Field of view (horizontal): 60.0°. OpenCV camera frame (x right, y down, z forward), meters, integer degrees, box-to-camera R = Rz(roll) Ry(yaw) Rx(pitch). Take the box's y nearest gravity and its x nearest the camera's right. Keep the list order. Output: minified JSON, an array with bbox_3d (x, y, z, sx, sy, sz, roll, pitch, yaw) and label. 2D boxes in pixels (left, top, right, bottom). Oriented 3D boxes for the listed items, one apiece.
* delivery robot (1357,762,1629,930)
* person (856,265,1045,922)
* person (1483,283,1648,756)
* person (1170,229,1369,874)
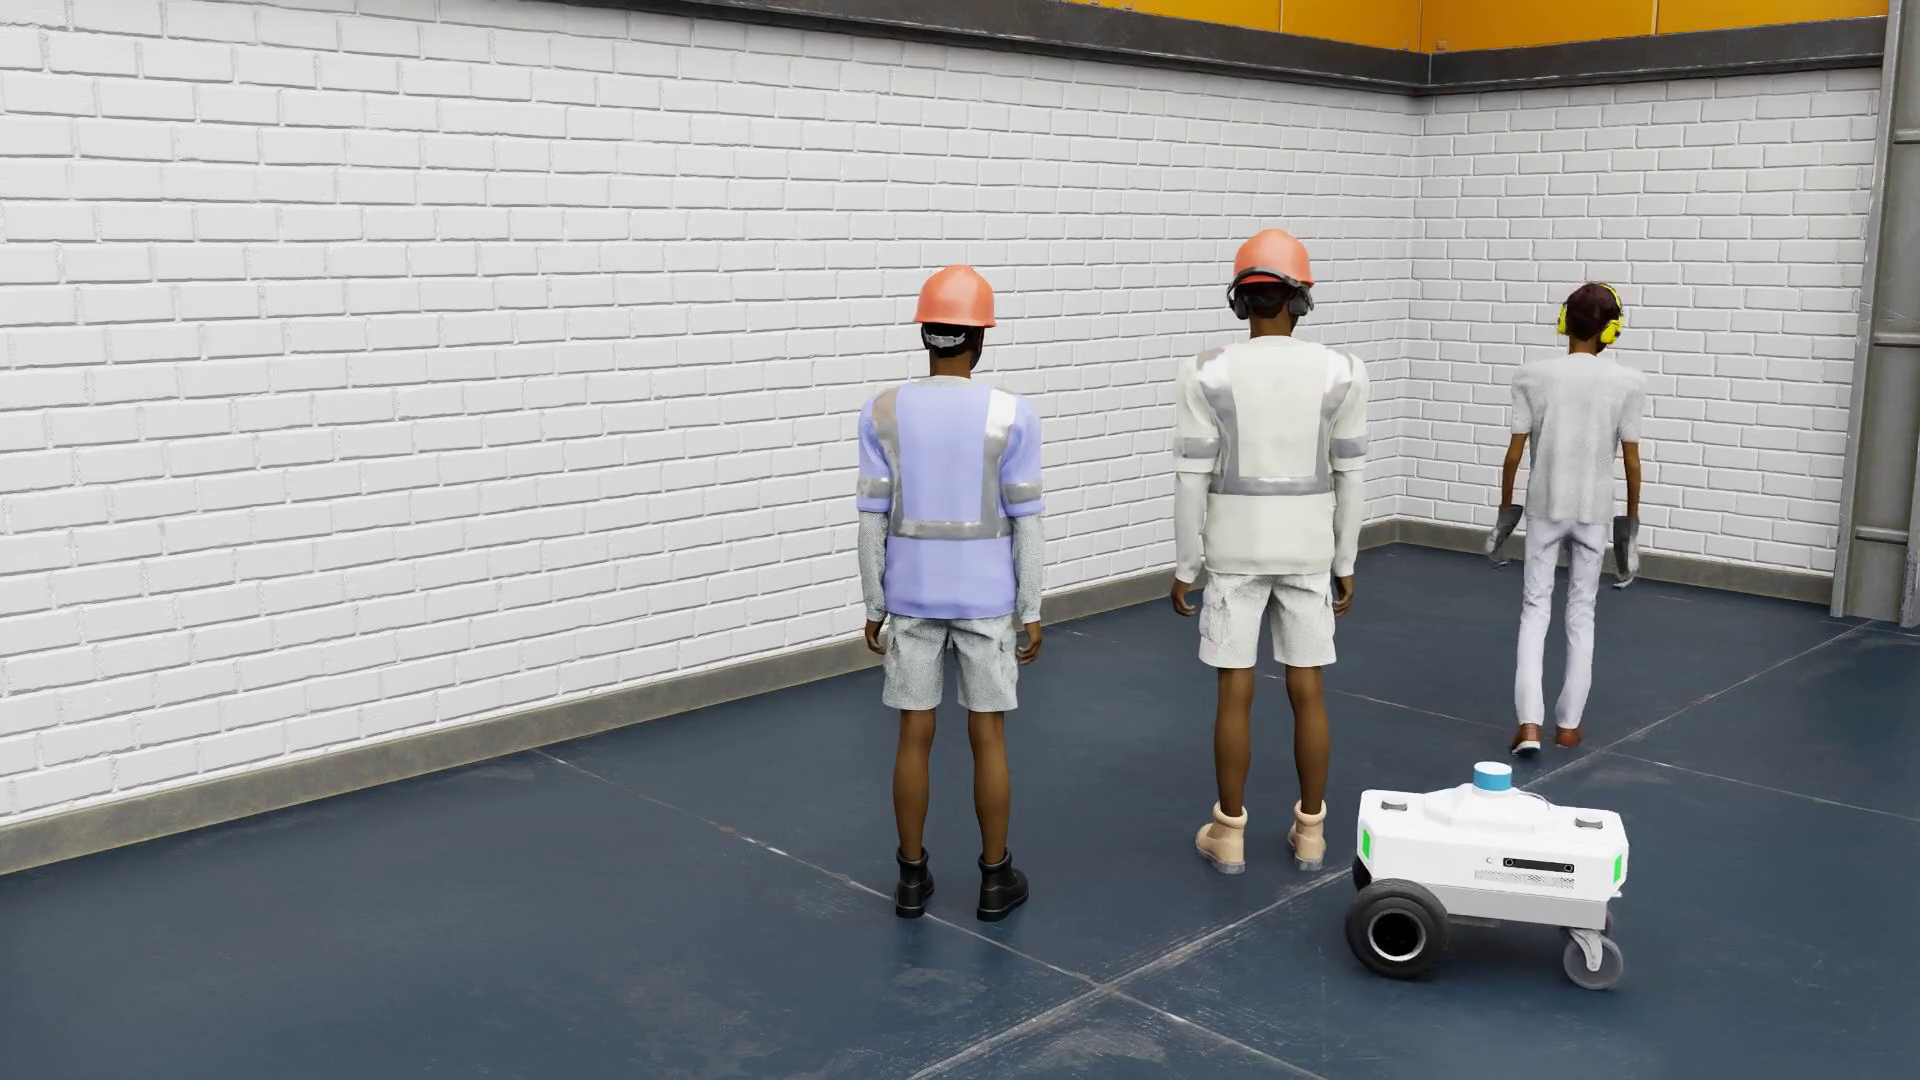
[{"bbox_3d":[1.474,0.863,4.636,0.707,0.478,0.477,3,11,16],"label":"delivery robot"},{"bbox_3d":[-0.021,0.165,4.925,0.551,1.935,0.371,2,11,9],"label":"person"},{"bbox_3d":[2.347,-0.058,6.485,0.573,1.853,0.599,3,11,17],"label":"person"},{"bbox_3d":[0.964,0.049,5.281,0.609,2.040,0.394,0,10,-1],"label":"person"}]
